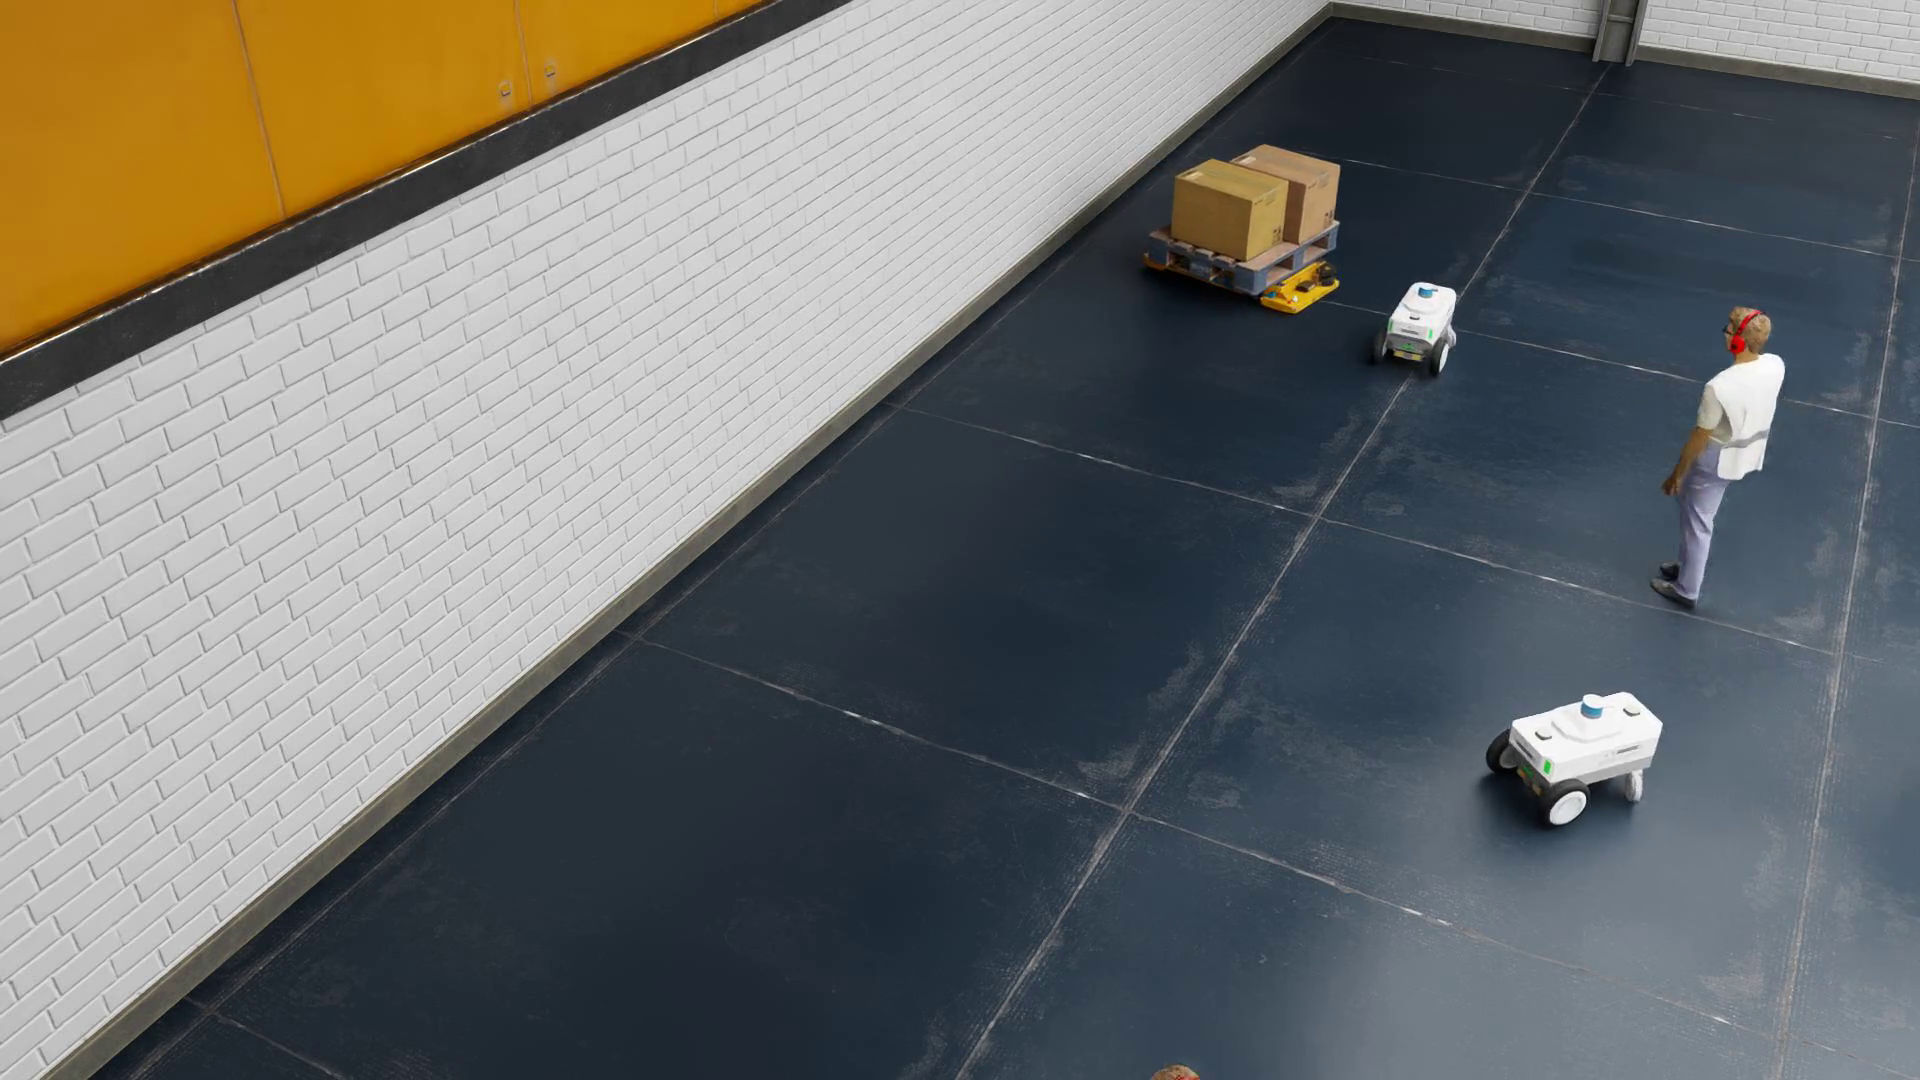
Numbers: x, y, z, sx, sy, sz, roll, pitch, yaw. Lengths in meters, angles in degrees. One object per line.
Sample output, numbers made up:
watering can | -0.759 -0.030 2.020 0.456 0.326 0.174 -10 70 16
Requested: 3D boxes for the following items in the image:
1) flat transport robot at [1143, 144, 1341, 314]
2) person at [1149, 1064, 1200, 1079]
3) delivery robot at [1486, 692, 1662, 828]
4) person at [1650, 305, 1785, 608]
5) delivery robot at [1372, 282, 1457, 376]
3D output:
flat transport robot | 2.227 -2.174 13.212 1.431 0.231 0.659 26 42 33
person | 0.603 2.209 5.310 0.586 1.821 0.535 -7 35 -10
delivery robot | 3.048 1.016 8.187 0.742 0.570 0.499 -12 36 -17
person | 4.155 -0.451 9.243 0.592 1.831 0.545 -22 39 -29
delivery robot | 3.324 -1.552 12.039 0.499 0.604 0.776 16 37 22
